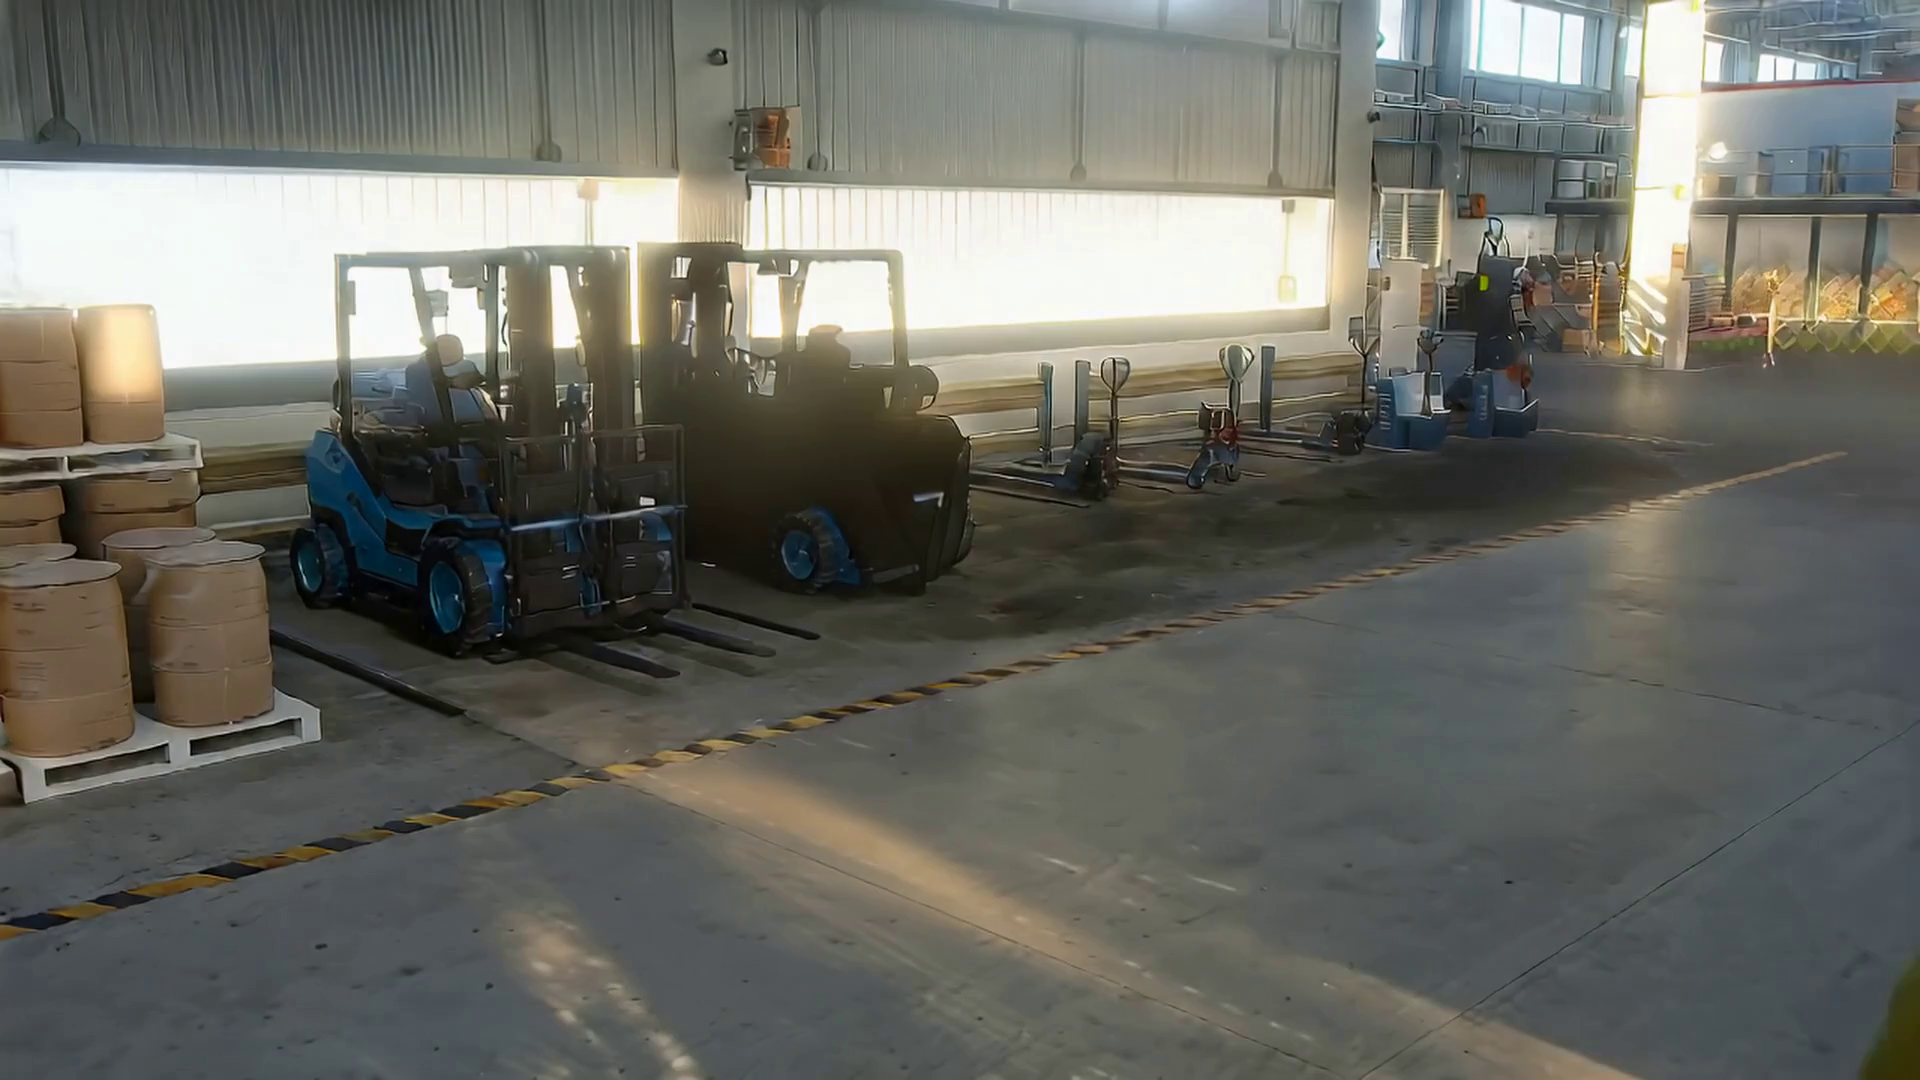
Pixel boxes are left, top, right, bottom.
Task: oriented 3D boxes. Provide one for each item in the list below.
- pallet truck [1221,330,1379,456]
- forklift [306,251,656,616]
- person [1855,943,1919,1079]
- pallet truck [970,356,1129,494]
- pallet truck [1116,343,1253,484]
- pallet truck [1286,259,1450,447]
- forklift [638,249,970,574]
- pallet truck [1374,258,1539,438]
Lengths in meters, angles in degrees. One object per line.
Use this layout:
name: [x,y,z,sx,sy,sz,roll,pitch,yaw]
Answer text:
pallet truck: [3.563,-1.581,17.381,0.653,1.274,1.630,-10,14,-44]
forklift: [-2.833,-0.669,9.694,1.157,1.987,2.680,-10,14,-44]
person: [1.493,0.928,2.540,0.527,1.733,0.845,-7,13,-34]
pallet truck: [0.784,-1.085,14.876,0.680,1.201,1.601,-10,14,-44]
pallet truck: [1.962,-1.215,15.415,1.522,1.261,0.704,10,14,43]
pallet truck: [4.493,-2.078,18.196,0.823,1.965,1.885,-9,14,-40]
forklift: [-1.173,-0.958,11.239,2.680,1.987,1.157,10,14,43]
pallet truck: [5.704,-2.208,18.901,1.885,1.965,0.823,10,14,43]
